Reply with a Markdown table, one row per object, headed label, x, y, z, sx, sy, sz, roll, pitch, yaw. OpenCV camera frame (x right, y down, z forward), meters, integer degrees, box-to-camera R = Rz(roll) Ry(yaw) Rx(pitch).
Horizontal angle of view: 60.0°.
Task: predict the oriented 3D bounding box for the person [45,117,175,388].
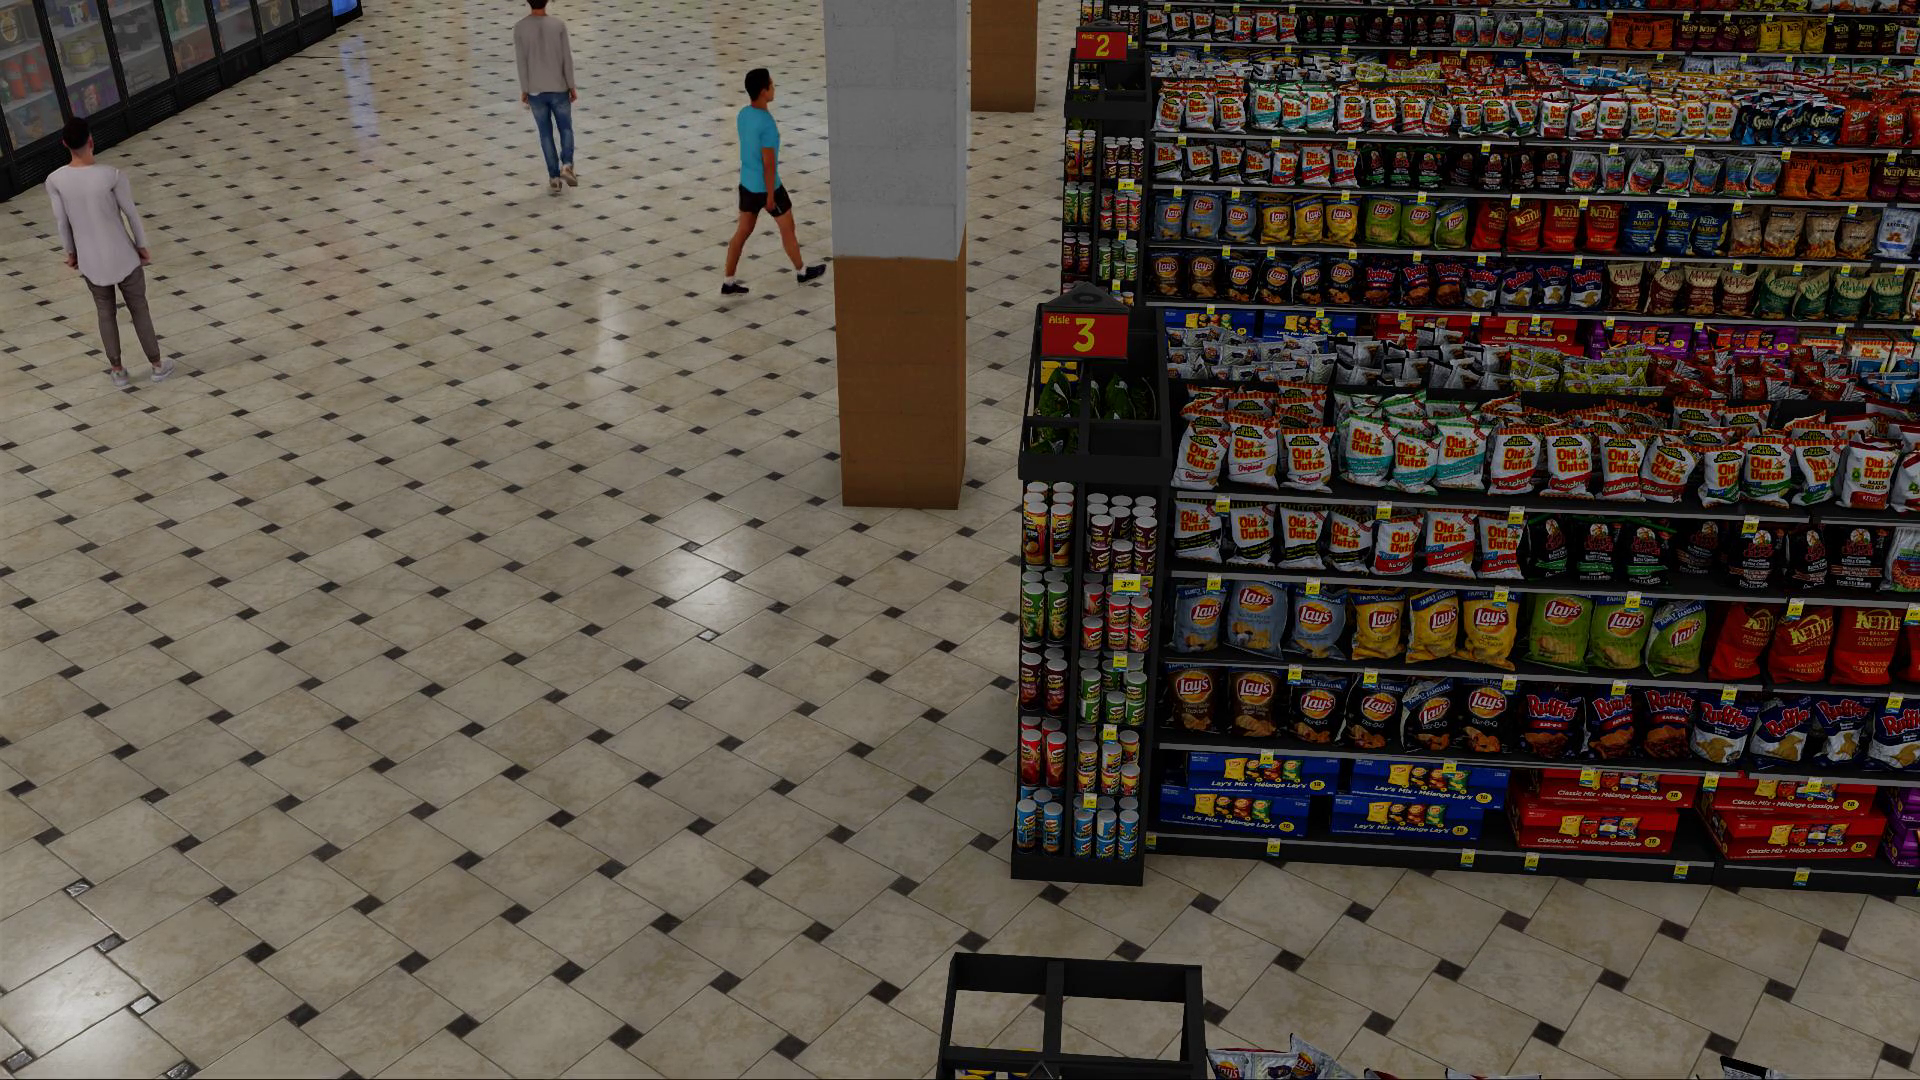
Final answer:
| label | x | y | z | sx | sy | sz | roll | pitch | yaw |
| --- | --- | --- | --- | --- | --- | --- | --- | --- | --- |
| person | -5.767 | -1.943 | 11.244 | 0.618 | 1.840 | 0.797 | -7 | 29 | -13 |

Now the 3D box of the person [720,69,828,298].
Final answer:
| label | x | y | z | sx | sy | sz | roll | pitch | yaw |
| --- | --- | --- | --- | --- | --- | --- | --- | --- | --- |
| person | -1.599 | -2.659 | 12.674 | 1.207 | 1.726 | 1.140 | -21 | 35 | -33 |

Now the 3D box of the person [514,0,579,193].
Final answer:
| label | x | y | z | sx | sy | sz | roll | pitch | yaw |
| --- | --- | --- | --- | --- | --- | --- | --- | --- | --- |
| person | -3.741 | -4.061 | 15.070 | 0.860 | 1.891 | 0.857 | -6 | 29 | -11 |
